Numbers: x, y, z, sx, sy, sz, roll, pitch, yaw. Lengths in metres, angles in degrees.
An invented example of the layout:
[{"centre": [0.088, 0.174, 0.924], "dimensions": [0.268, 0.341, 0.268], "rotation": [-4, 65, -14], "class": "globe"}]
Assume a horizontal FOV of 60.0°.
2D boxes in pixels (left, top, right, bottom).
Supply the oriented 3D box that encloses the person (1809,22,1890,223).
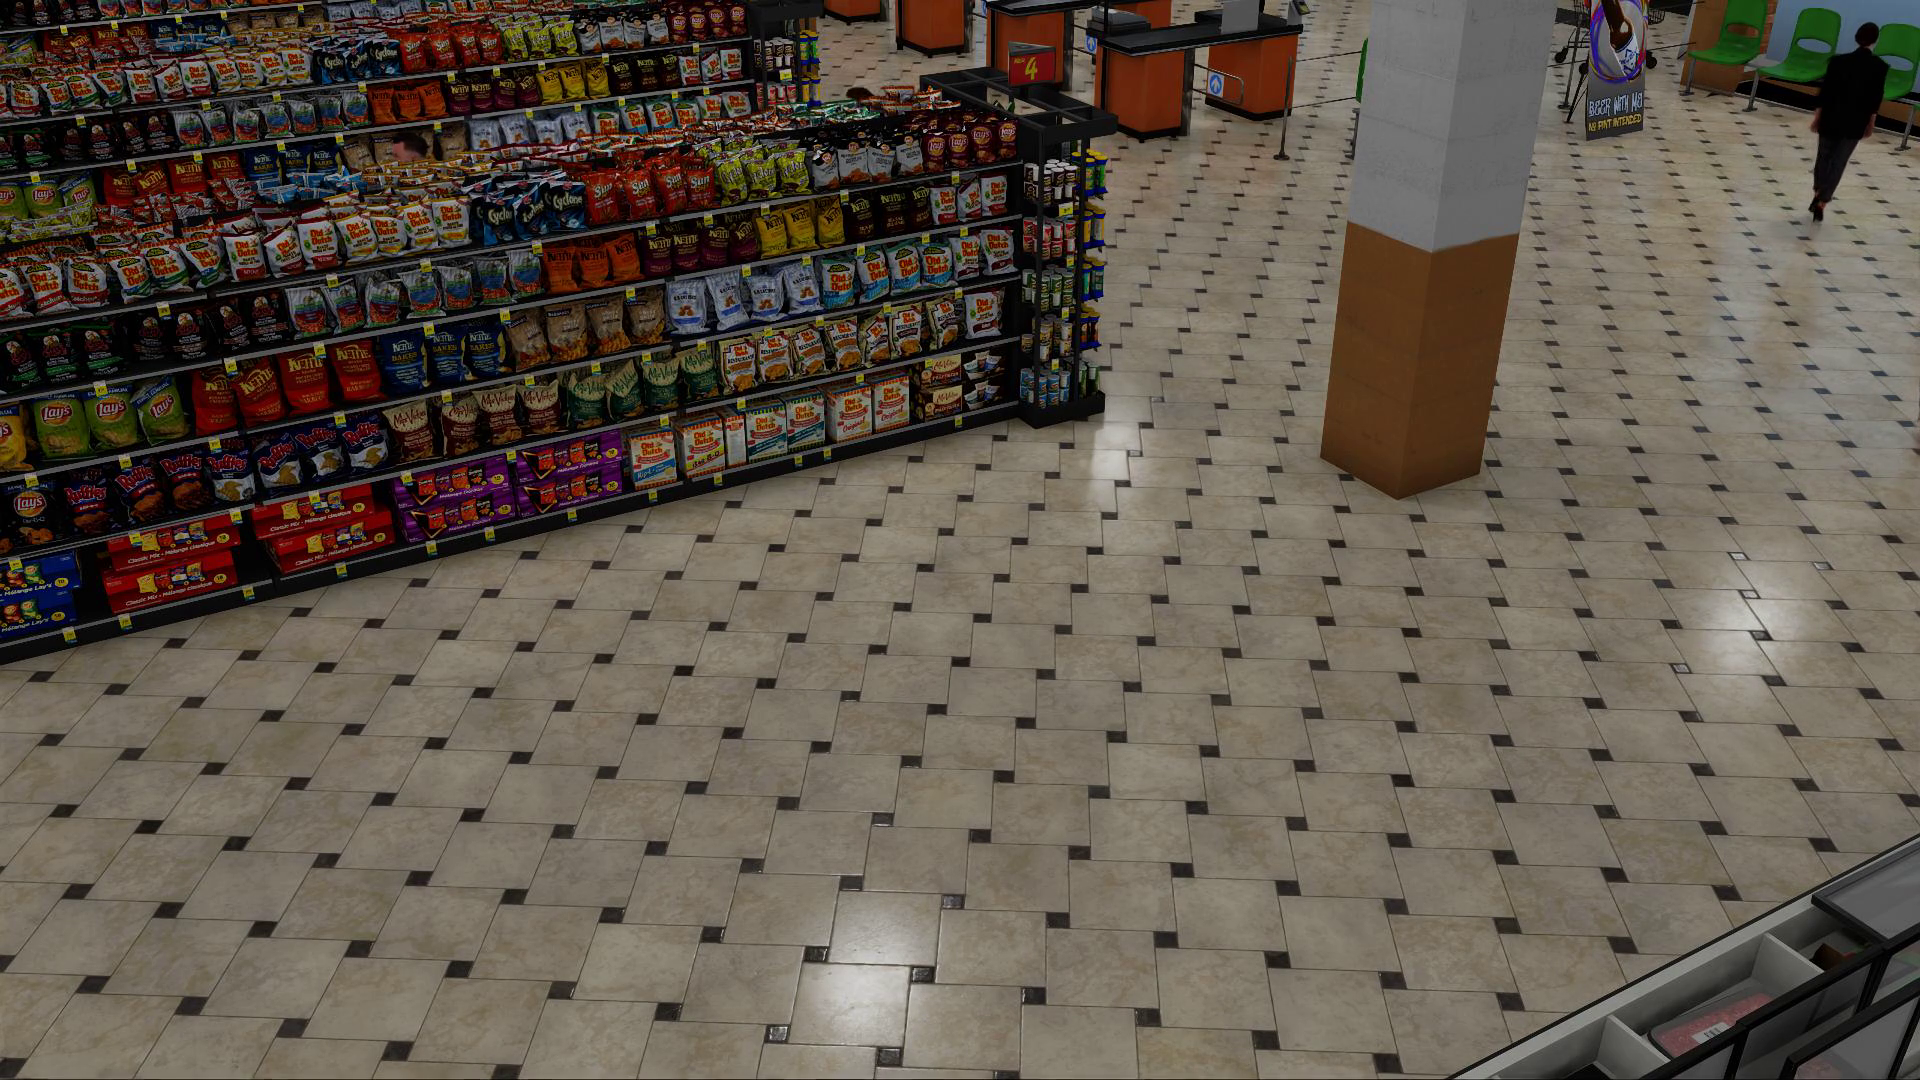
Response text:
[{"centre": [7.601, -3.568, 14.358], "dimensions": [0.751, 1.706, 0.755], "rotation": [20, 35, 33], "class": "person"}]
